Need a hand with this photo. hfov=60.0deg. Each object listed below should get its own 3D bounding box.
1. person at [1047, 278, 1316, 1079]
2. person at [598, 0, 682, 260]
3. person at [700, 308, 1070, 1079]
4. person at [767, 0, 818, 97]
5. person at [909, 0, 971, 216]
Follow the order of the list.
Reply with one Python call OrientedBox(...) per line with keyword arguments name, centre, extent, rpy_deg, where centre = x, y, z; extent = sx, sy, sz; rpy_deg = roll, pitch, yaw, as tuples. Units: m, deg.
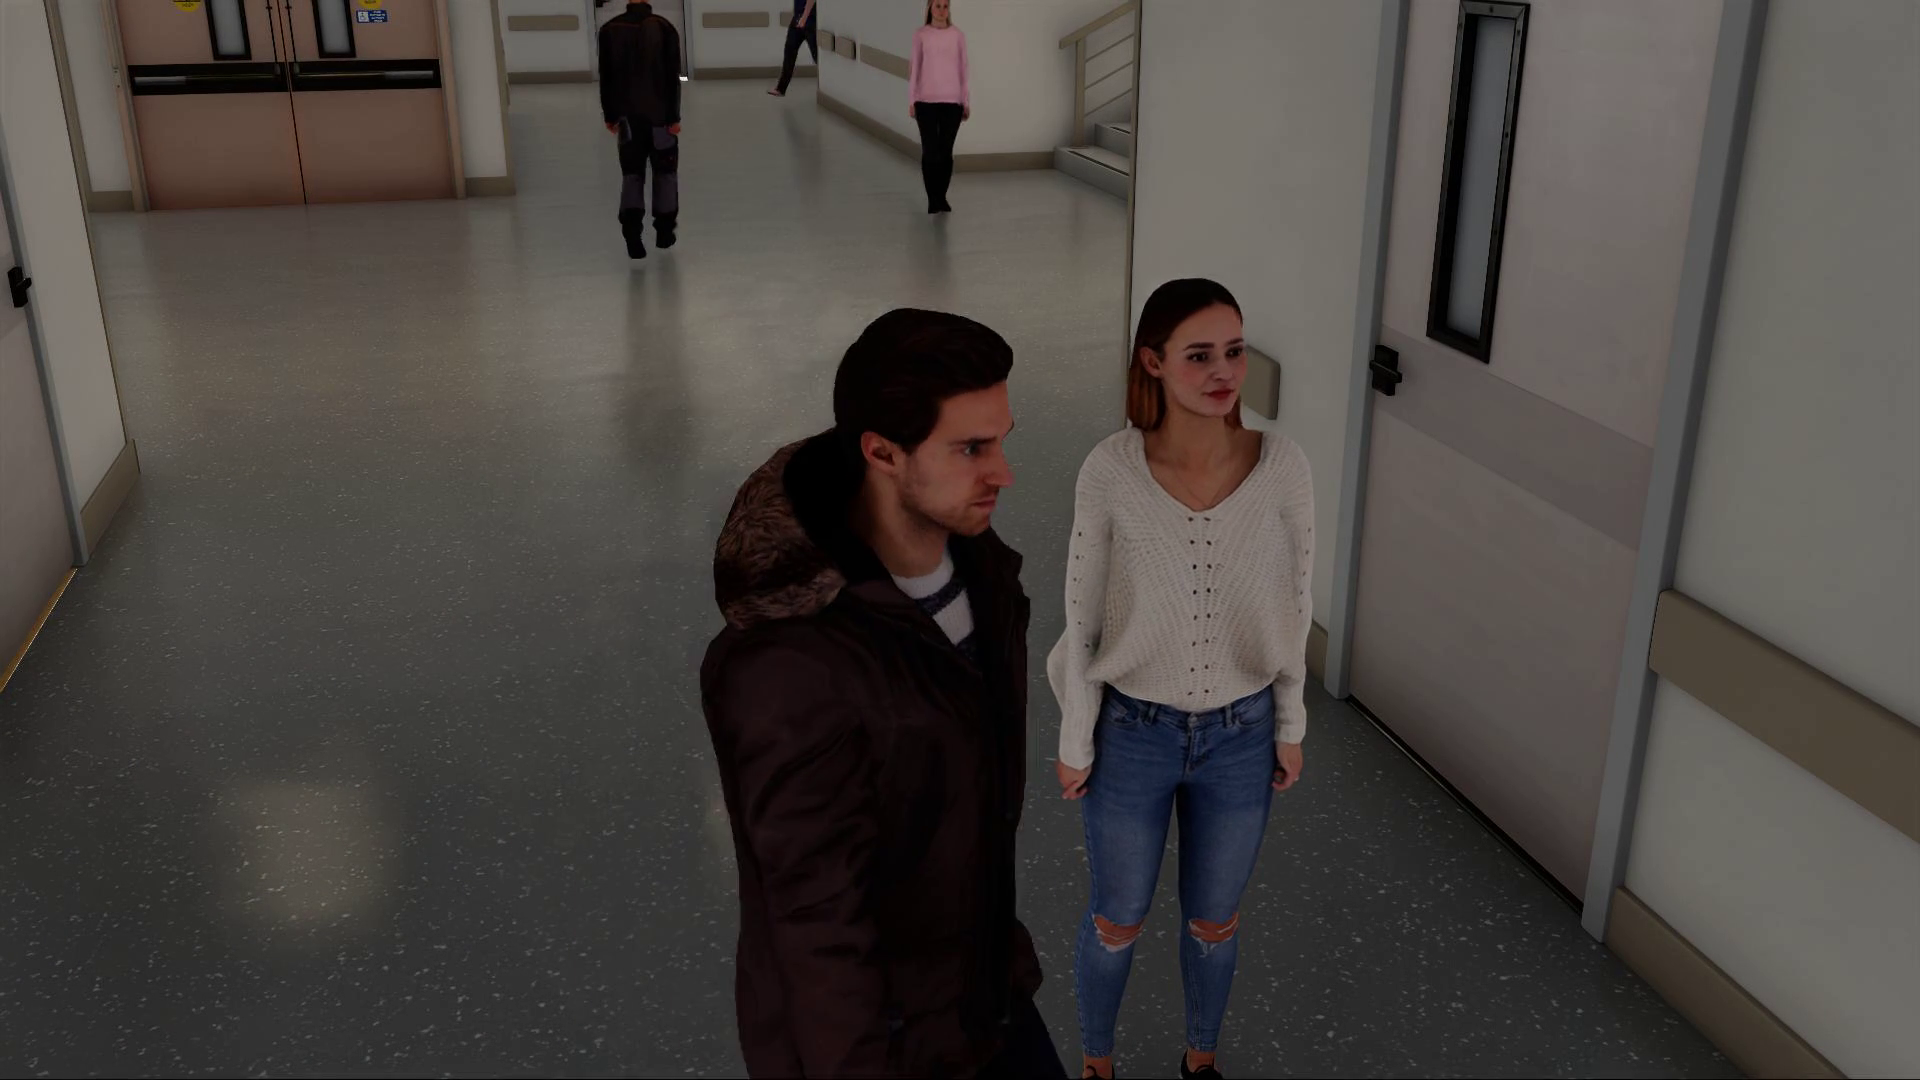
OrientedBox(name="person", centre=(0.398, 0.360, 3.041), extent=(0.554, 1.690, 0.728), rpy_deg=(-1, 21, -2))
OrientedBox(name="person", centre=(-2.143, -2.829, 11.156), extent=(1.222, 1.906, 0.980), rpy_deg=(0, 21, -1))
OrientedBox(name="person", centre=(-0.165, 0.575, 2.282), extent=(1.046, 1.825, 0.984), rpy_deg=(13, 24, 31))
OrientedBox(name="person", centre=(-1.854, -6.472, 20.913), extent=(1.155, 1.807, 1.325), rpy_deg=(17, 26, 37))
OrientedBox(name="person", centre=(-0.170, -3.408, 13.015), extent=(0.763, 1.672, 0.707), rpy_deg=(-4, 21, -10))
